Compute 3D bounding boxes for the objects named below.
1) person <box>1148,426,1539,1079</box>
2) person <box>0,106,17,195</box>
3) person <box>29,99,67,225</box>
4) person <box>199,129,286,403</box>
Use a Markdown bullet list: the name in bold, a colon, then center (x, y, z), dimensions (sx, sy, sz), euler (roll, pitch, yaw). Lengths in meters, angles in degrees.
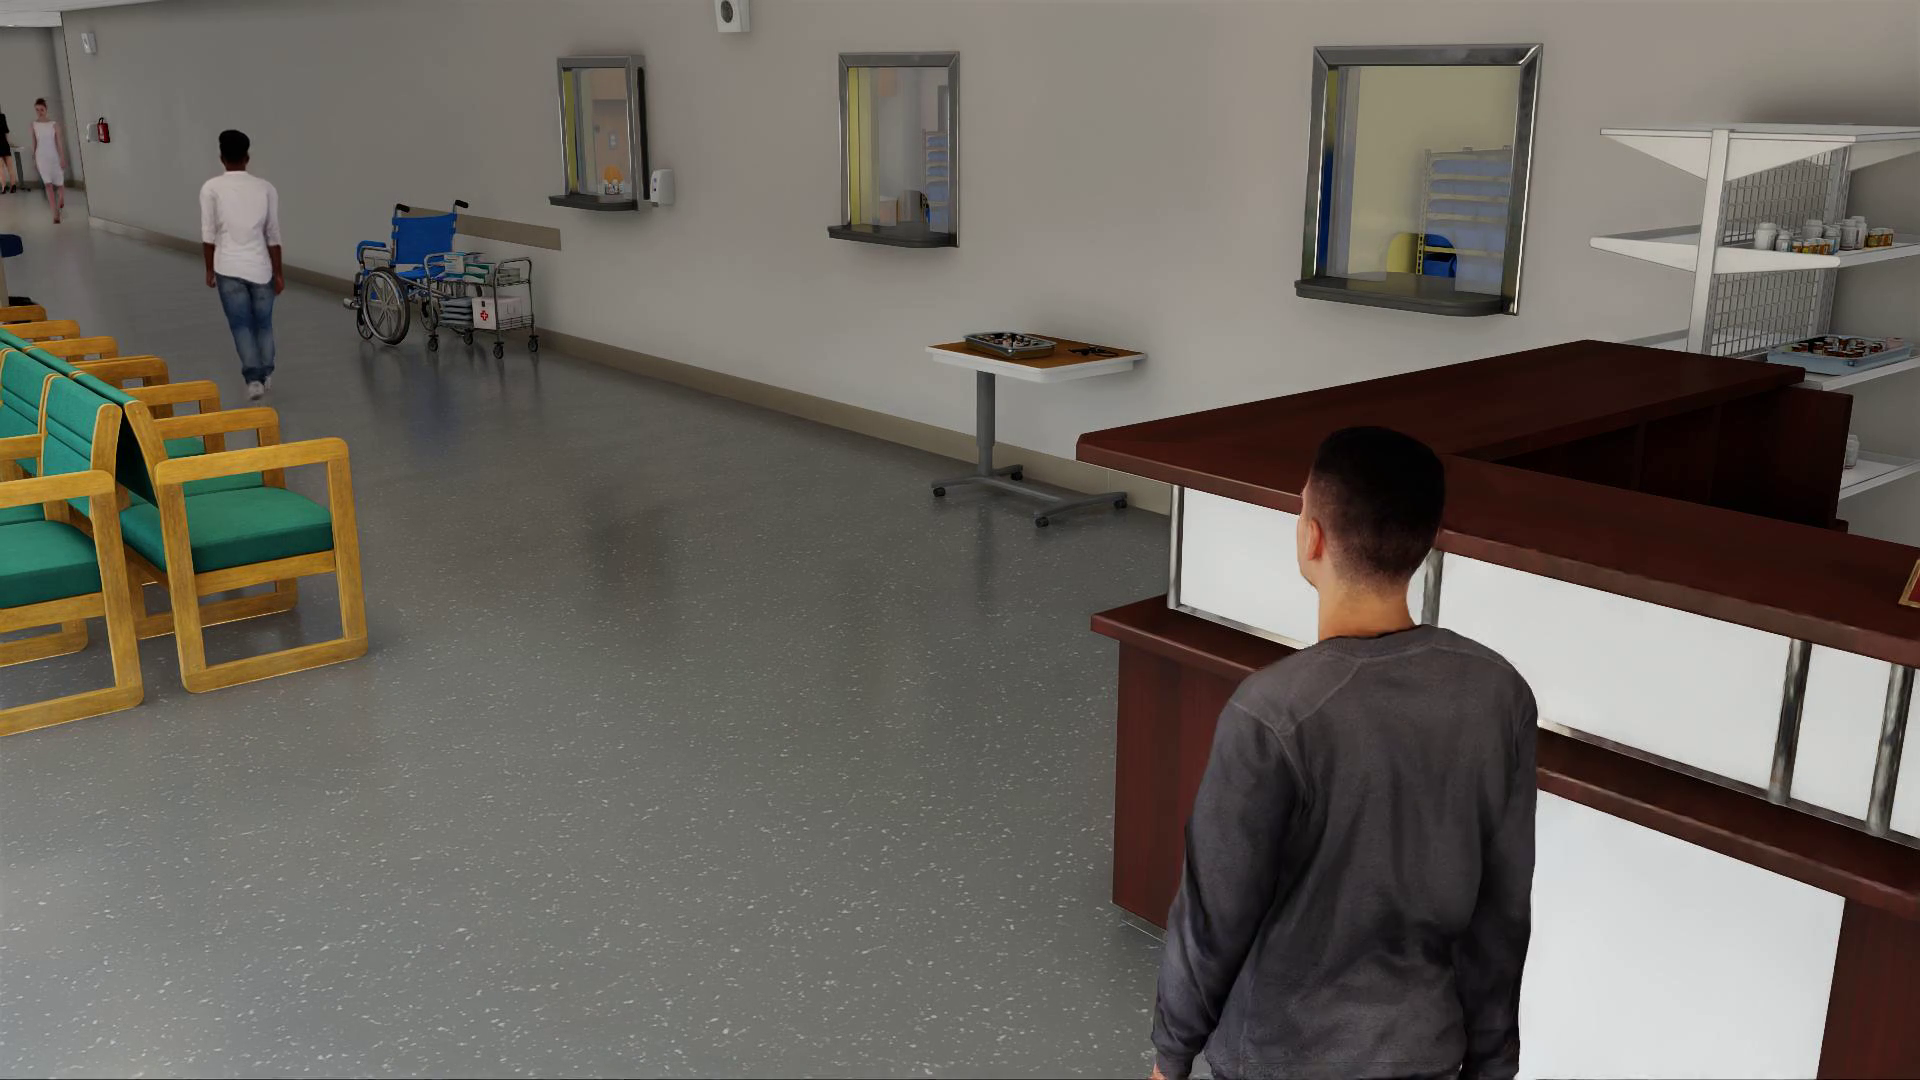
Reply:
- **person**: center (0.533, 0.757, 2.178), dimensions (1.143, 1.716, 0.932), euler (-6, 17, -20)
- **person**: center (-17.629, -7.233, 30.554), dimensions (0.736, 1.696, 0.624), euler (6, 17, 21)
- **person**: center (-13.316, -5.530, 24.374), dimensions (0.988, 1.773, 0.853), euler (-6, 17, -19)
- **person**: center (-4.780, -1.788, 11.096), dimensions (1.154, 1.774, 0.798), euler (-10, 18, -31)
